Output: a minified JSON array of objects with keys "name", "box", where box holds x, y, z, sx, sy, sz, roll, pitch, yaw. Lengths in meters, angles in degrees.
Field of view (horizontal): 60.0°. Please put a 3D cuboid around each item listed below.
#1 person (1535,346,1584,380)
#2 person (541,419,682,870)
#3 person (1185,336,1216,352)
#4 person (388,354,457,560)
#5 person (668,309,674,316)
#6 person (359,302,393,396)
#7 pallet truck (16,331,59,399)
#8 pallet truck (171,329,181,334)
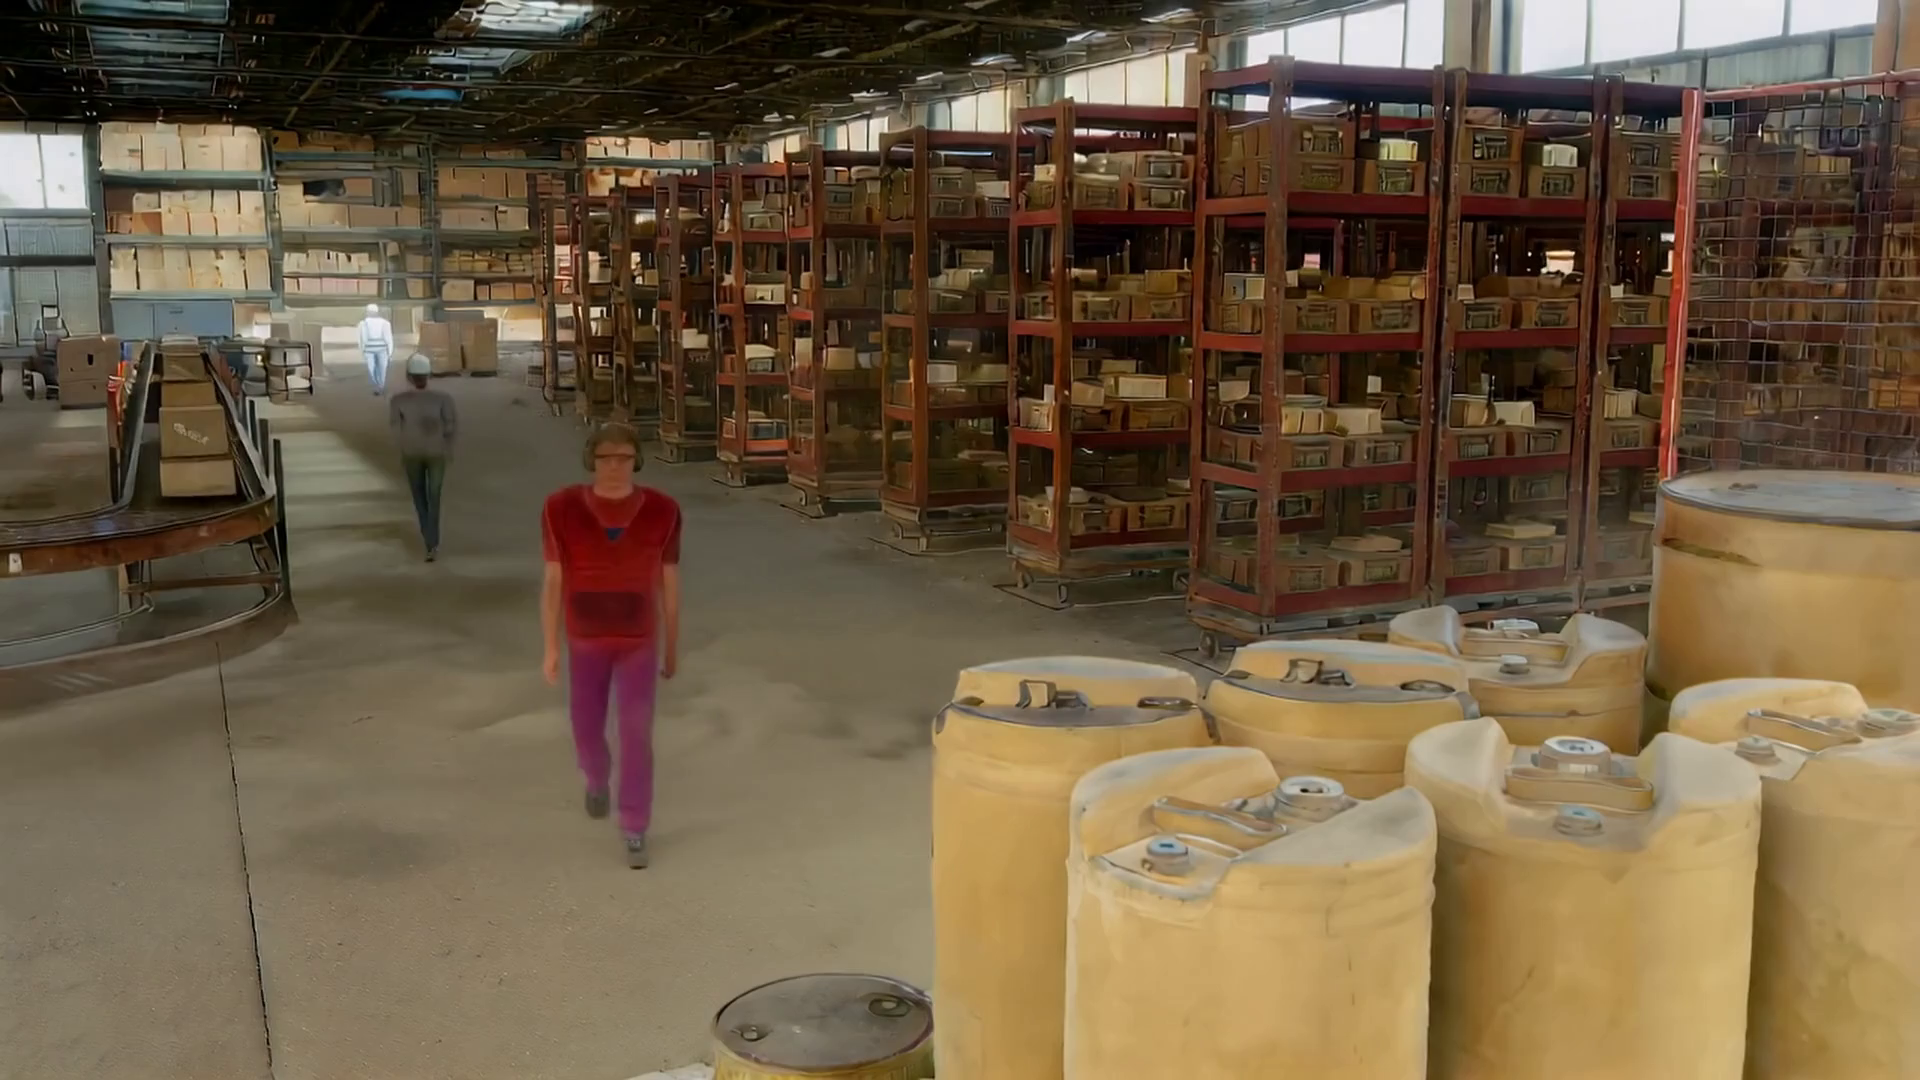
[{"name":"person","box":[6.064,-1.262,16.760,0.627,1.964,0.724,-2,9,-10]},{"name":"person","box":[-1.436,0.395,6.899,0.583,1.827,0.668,-2,9,-11]},{"name":"person","box":[3.352,-2.402,23.613,0.605,2.034,0.392,-5,10,-27]},{"name":"person","box":[-4.545,-0.709,14.077,0.538,1.721,0.930,-2,9,-10]},{"name":"person","box":[-8.337,-6.130,46.997,0.604,1.949,0.389,4,10,26]},{"name":"person","box":[-11.366,-3.704,32.348,0.625,1.813,0.472,-4,10,-25]},{"name":"pallet truck","box":[-17.082,-3.353,31.781,1.630,1.274,0.653,-4,10,-25]},{"name":"pallet truck","box":[-17.275,-3.851,35.096,1.601,1.201,0.680,0,9,1]}]
